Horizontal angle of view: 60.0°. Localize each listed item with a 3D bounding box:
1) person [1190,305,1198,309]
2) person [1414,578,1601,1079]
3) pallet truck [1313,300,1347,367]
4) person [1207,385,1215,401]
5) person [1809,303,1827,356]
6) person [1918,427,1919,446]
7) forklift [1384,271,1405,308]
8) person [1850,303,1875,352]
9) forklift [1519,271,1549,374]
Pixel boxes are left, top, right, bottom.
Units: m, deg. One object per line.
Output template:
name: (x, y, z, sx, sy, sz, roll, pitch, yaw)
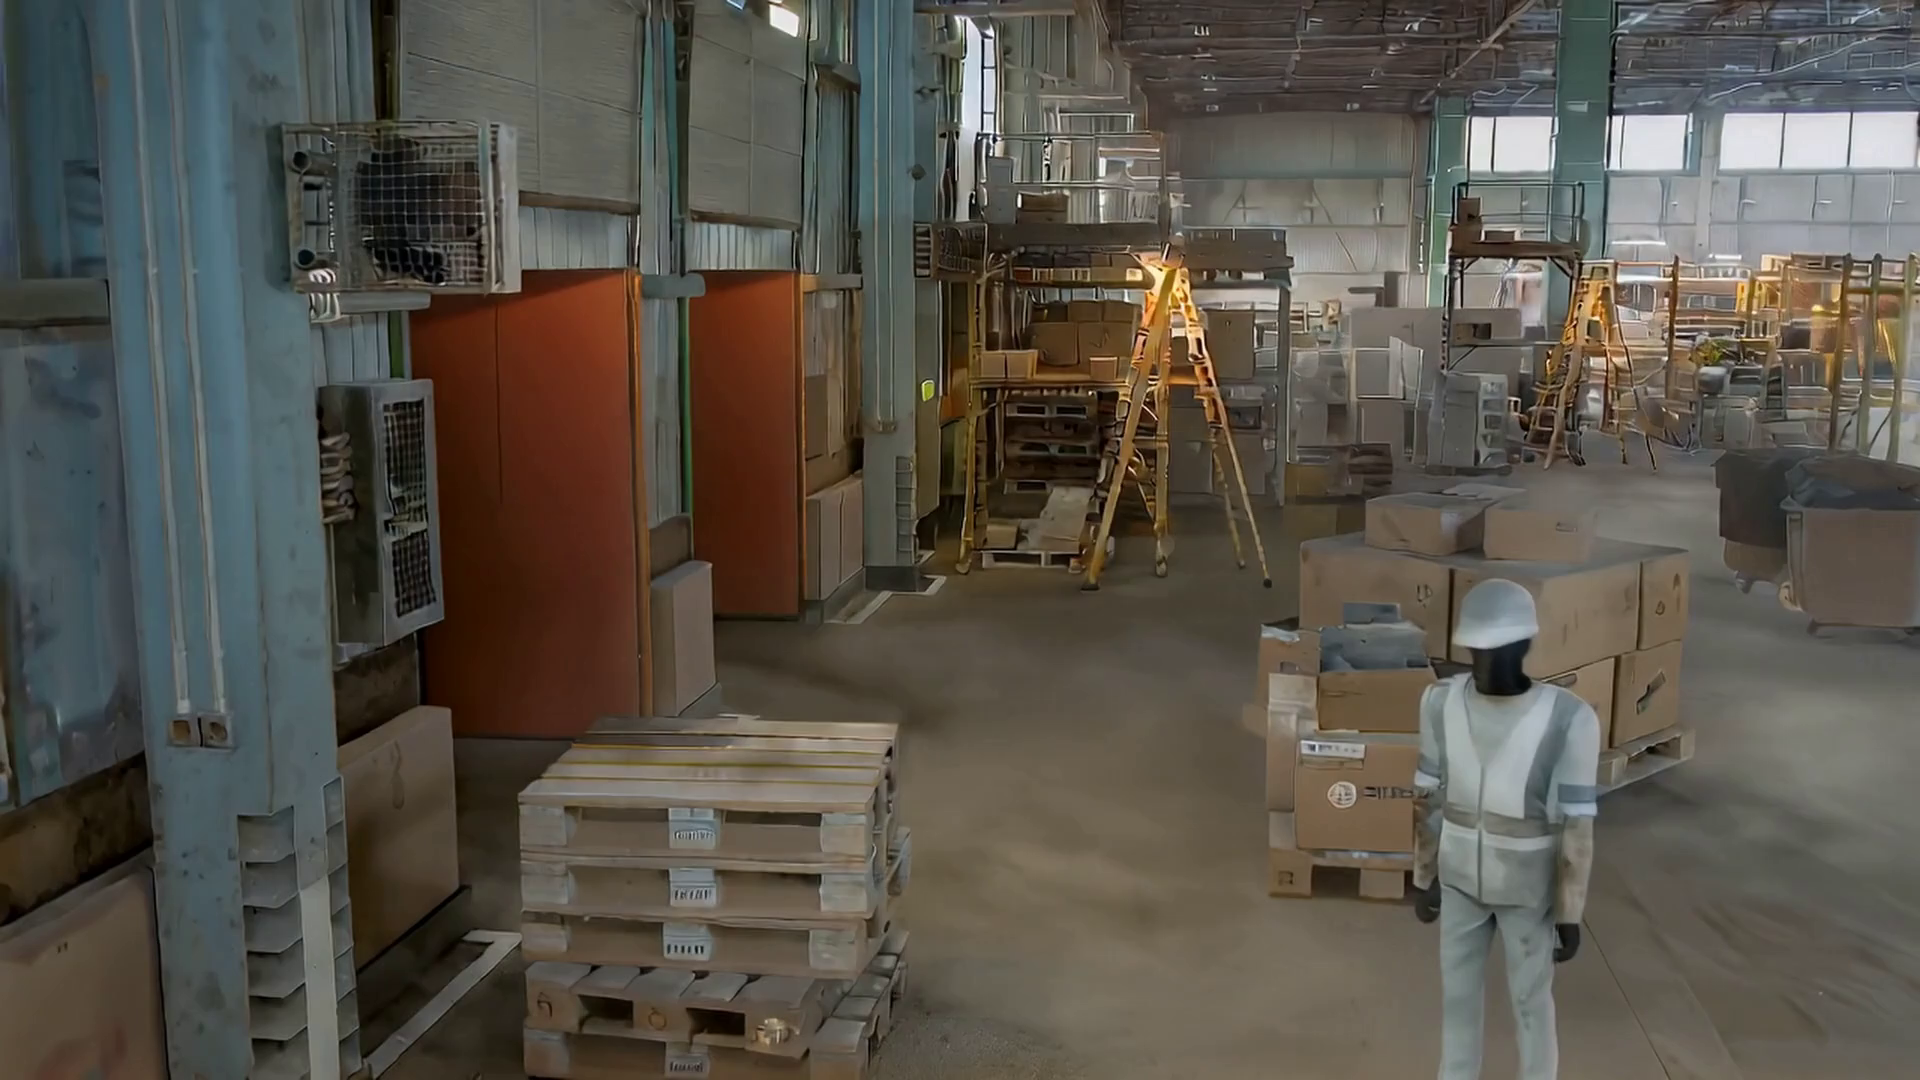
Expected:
person: (6.250, -5.348, 44.681, 0.544, 1.930, 0.389, -5, 10, -28)
person: (1.668, 1.060, 5.189, 0.585, 1.920, 0.395, 8, 12, 42)
pallet truck: (11.159, -6.200, 49.718, 0.823, 1.965, 1.885, 4, 10, 26)
person: (5.266, -3.643, 35.088, 0.323, 1.632, 0.524, -5, 10, -26)
person: (24.309, -5.724, 47.013, 0.702, 1.923, 0.545, -1, 9, -9)
person: (15.768, -2.370, 26.898, 0.319, 1.739, 0.484, 8, 12, 42)
forklift: (10.893, -5.388, 41.996, 1.873, 2.768, 1.129, 1, 9, 9)
person: (25.762, -5.802, 47.506, 0.584, 1.916, 0.654, -4, 10, -23)
forklift: (15.943, -6.001, 45.779, 1.873, 2.768, 1.129, -3, 10, -17)
